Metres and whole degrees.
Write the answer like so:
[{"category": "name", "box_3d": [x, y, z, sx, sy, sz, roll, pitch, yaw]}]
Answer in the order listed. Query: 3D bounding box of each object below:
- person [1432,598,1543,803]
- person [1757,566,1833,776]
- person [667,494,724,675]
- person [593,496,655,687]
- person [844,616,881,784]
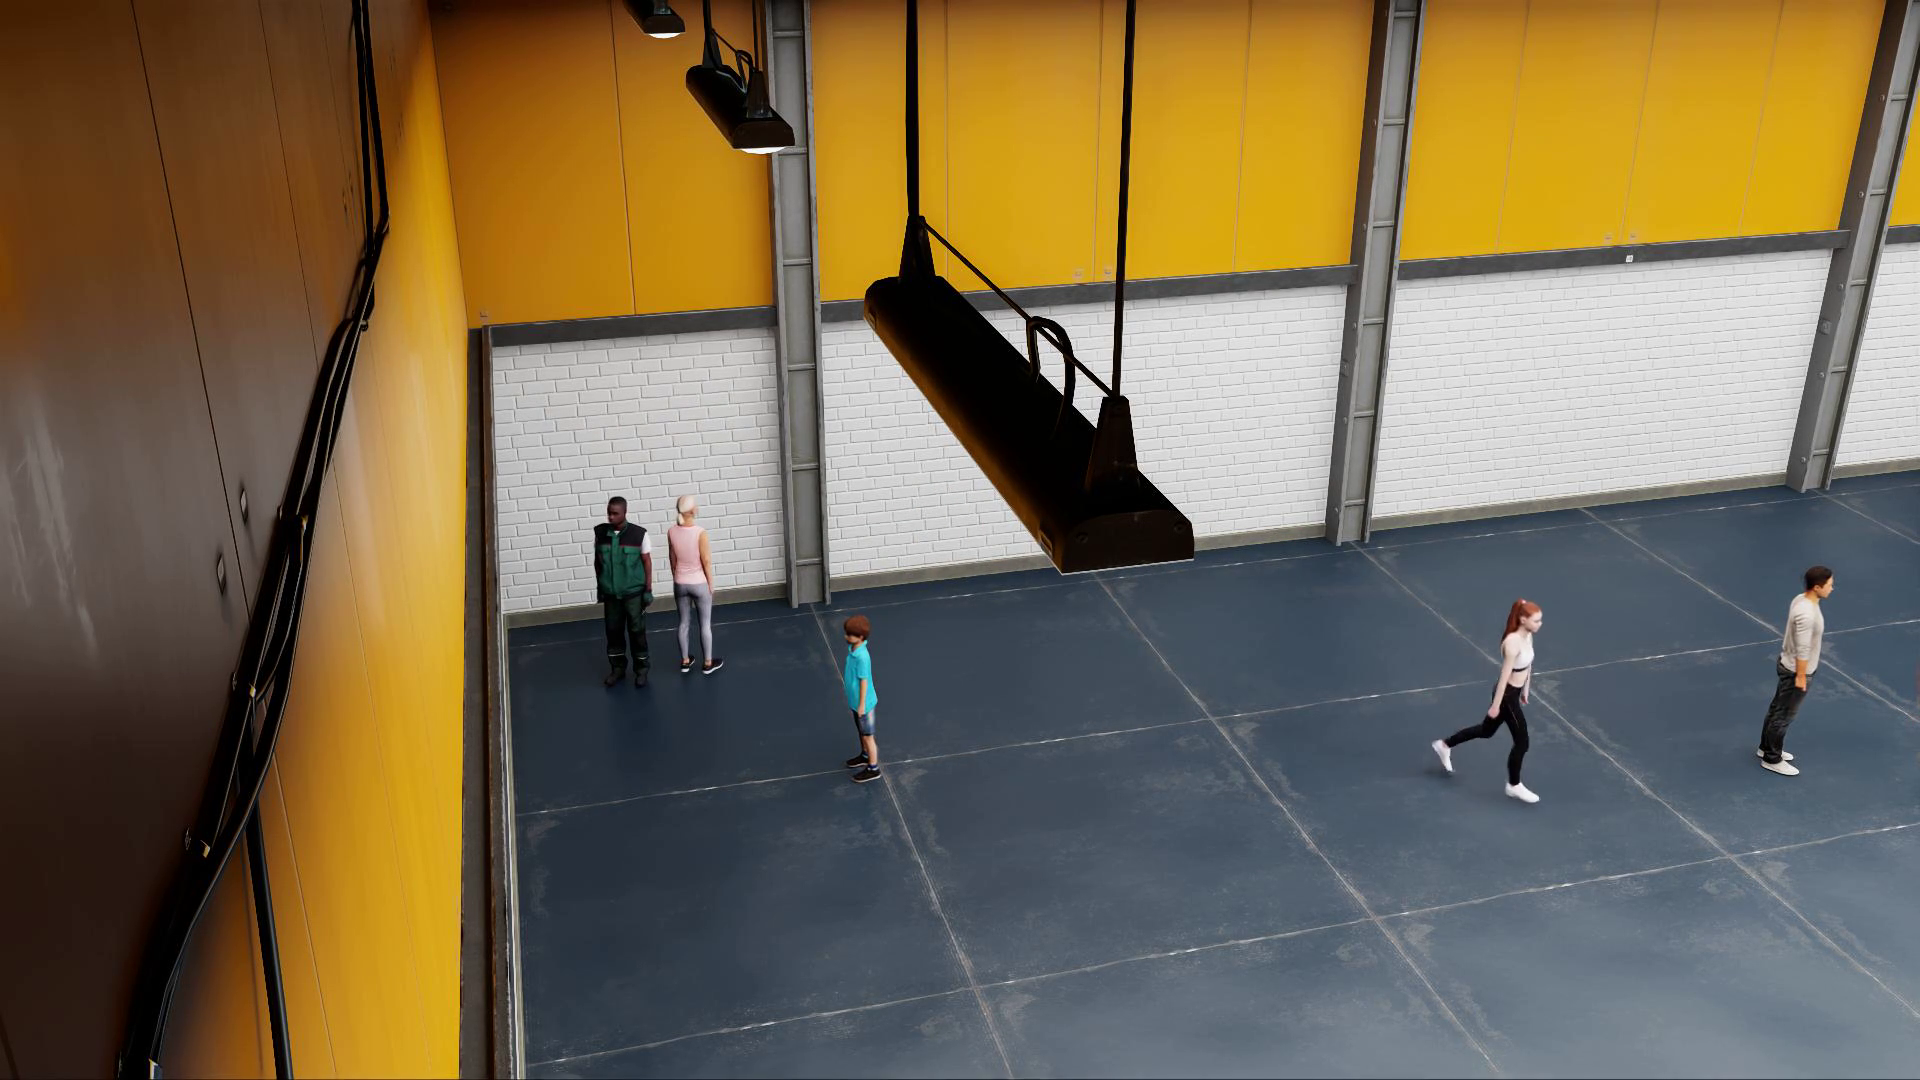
[{"category": "person", "box_3d": [4.272, 1.253, 13.284, 1.131, 1.707, 1.110, 15, 28, 30]}, {"category": "person", "box_3d": [6.844, 1.040, 13.645, 0.761, 1.808, 0.739, 9, 25, 20]}, {"category": "person", "box_3d": [-2.457, 0.402, 15.212, 0.586, 1.723, 0.693, 6, 24, 13]}, {"category": "person", "box_3d": [-3.028, 0.445, 14.967, 0.683, 1.840, 0.828, 3, 24, 6]}, {"category": "person", "box_3d": [-0.793, 1.267, 13.577, 0.471, 1.448, 0.512, -7, 25, -15]}]
